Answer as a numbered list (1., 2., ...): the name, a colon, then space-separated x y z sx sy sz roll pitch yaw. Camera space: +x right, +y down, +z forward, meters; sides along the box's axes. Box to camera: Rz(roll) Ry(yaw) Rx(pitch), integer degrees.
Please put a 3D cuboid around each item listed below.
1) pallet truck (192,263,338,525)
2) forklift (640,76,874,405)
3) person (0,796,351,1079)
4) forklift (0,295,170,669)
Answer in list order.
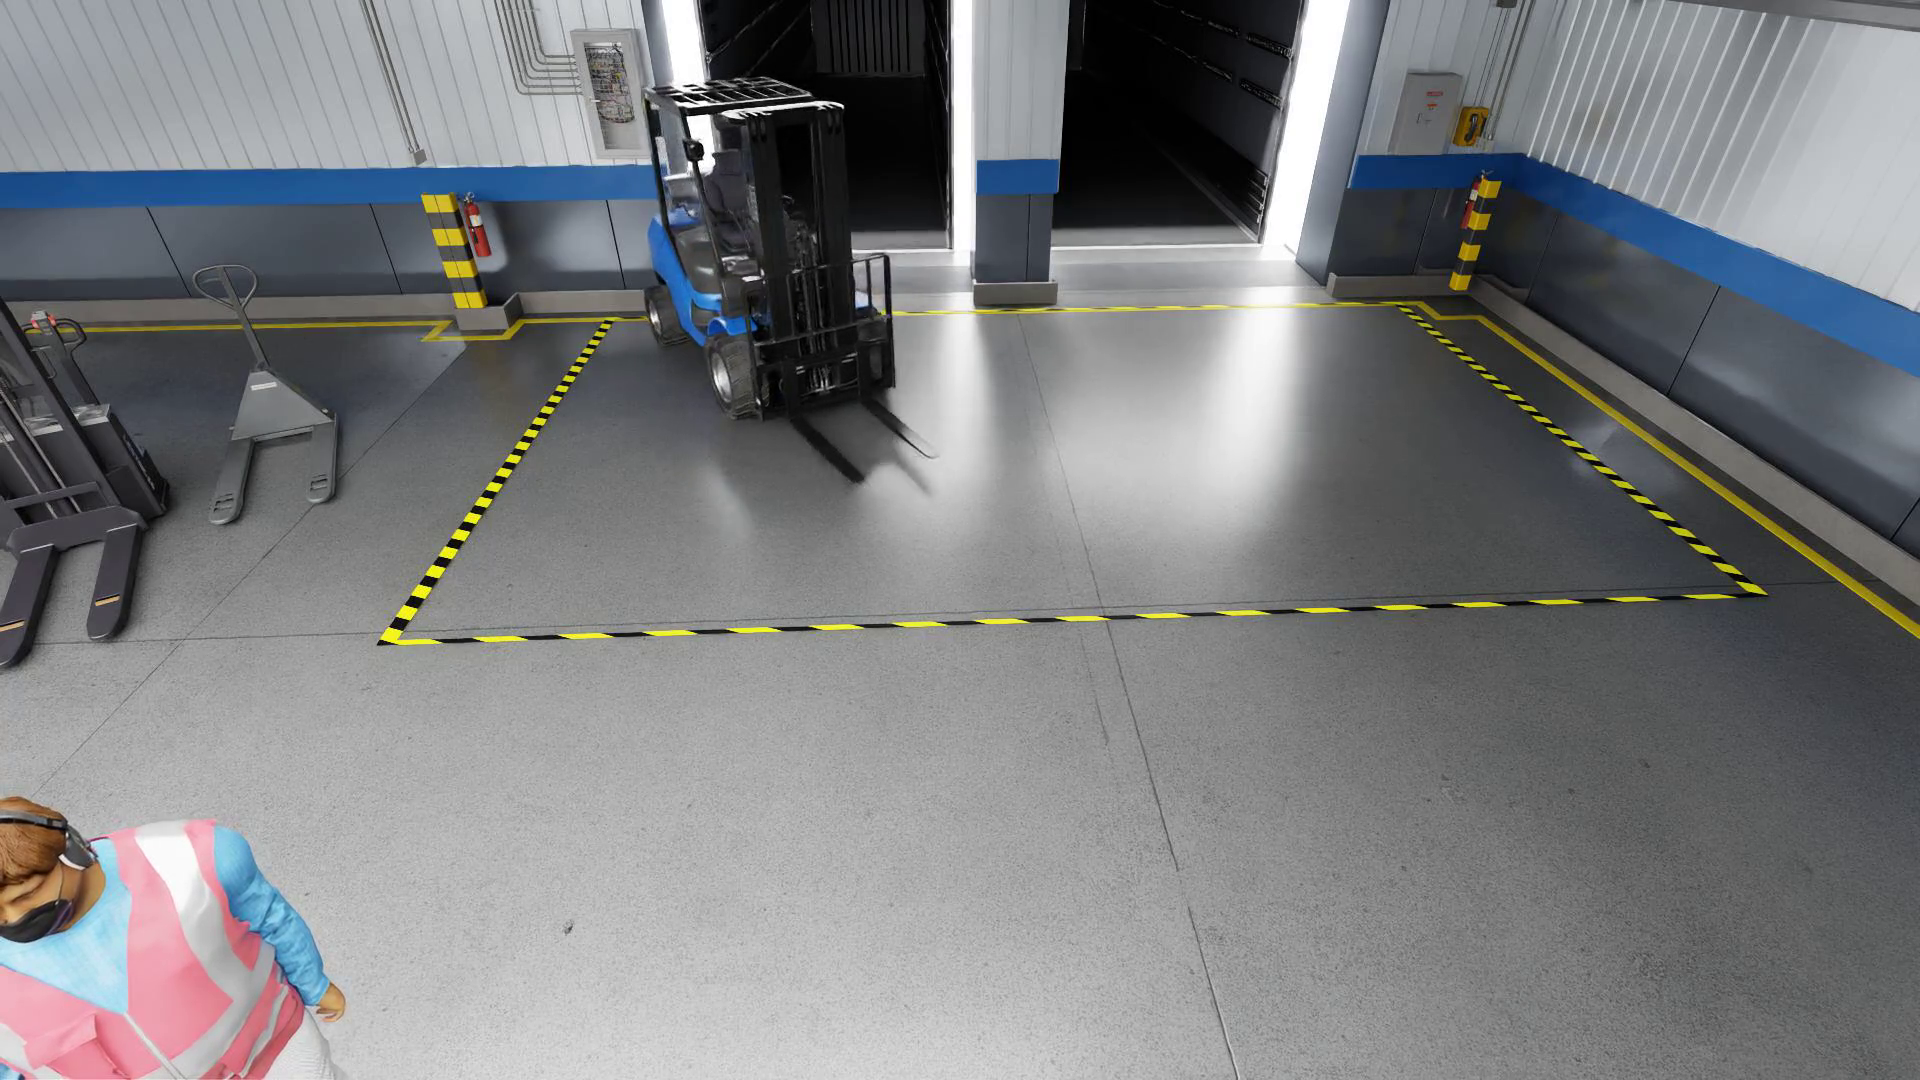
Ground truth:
1. pallet truck: -4.778 -1.027 6.128 0.680 1.201 1.601 -17 38 -23
2. forklift: -1.667 -2.475 7.232 1.157 2.036 2.680 -19 39 -26
3. person: -1.891 1.289 2.273 0.429 1.841 0.633 28 44 34
4. forklift: -5.212 -0.618 4.878 0.823 1.965 1.885 -20 39 -26
